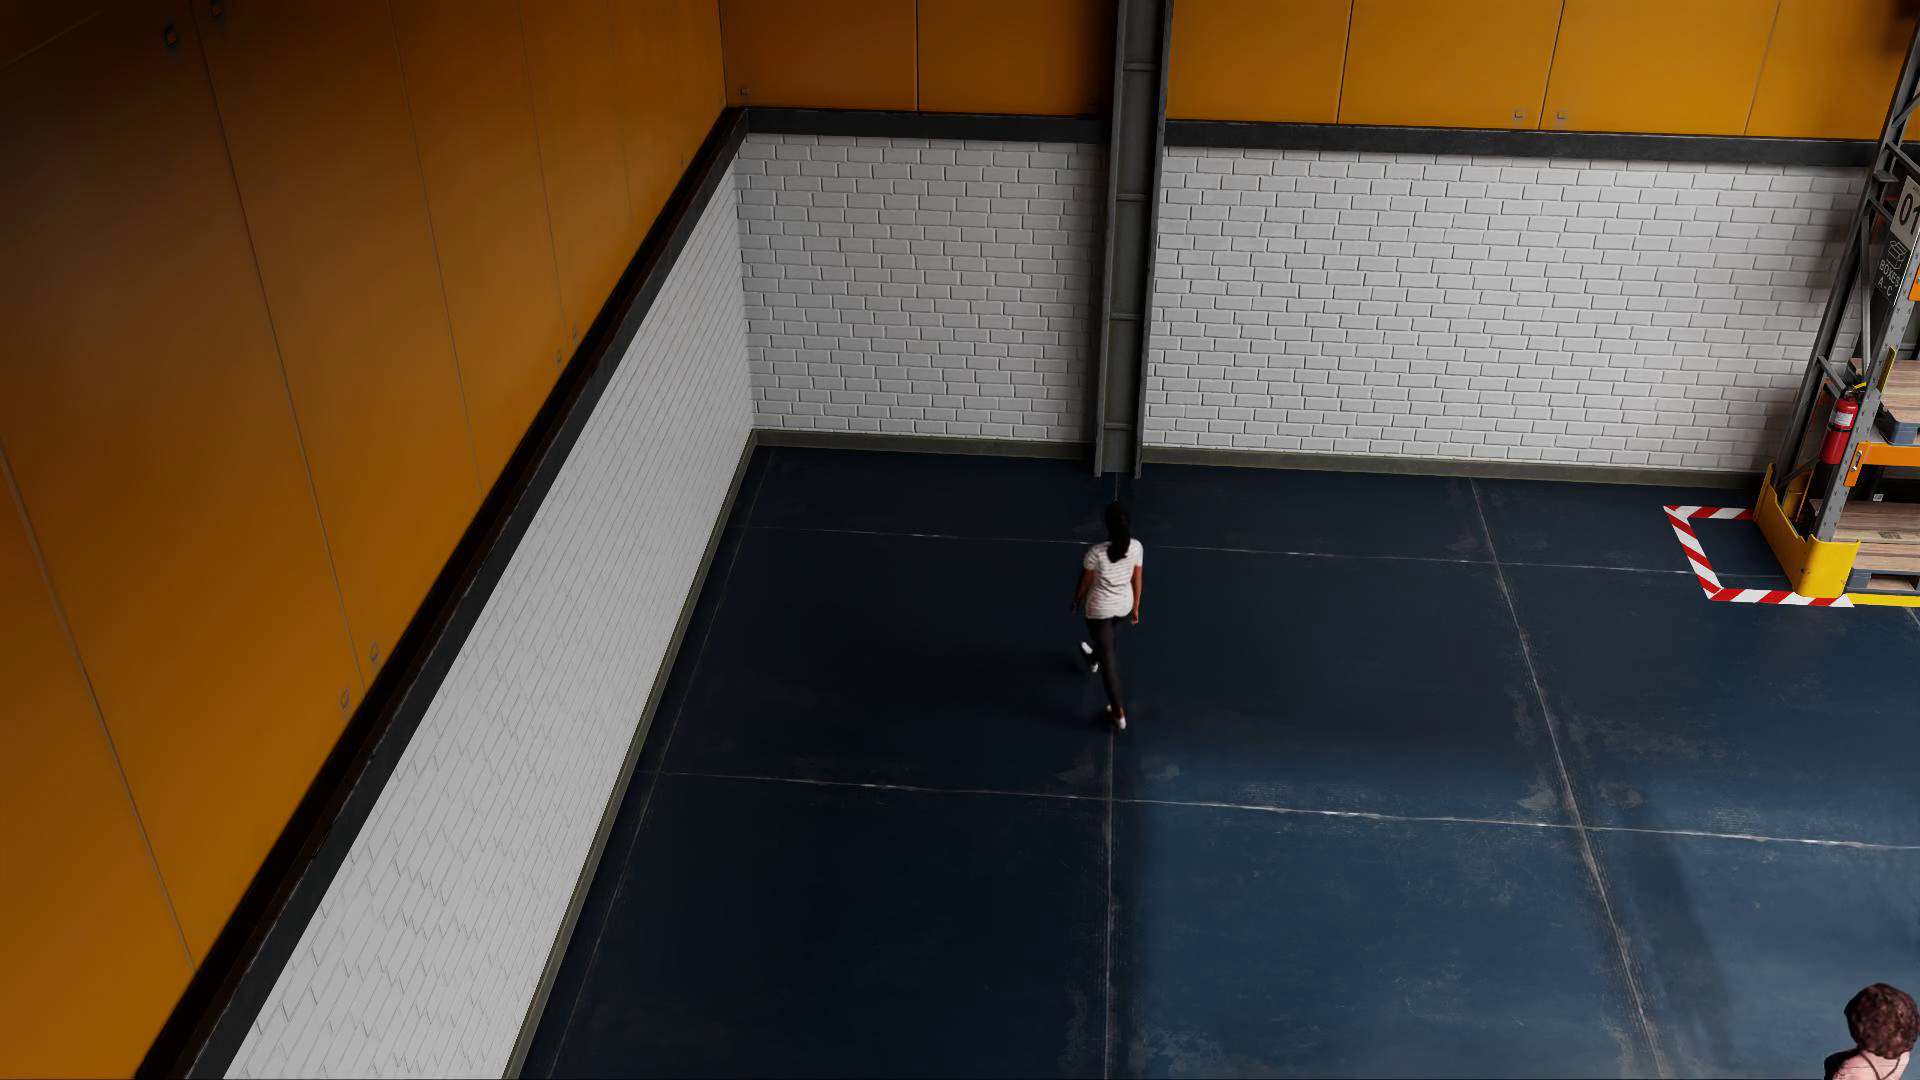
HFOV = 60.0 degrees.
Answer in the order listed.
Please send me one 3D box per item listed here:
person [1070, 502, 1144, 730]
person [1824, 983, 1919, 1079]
[{"bbox_3d":[1.027,0.527,11.133,1.105,1.597,0.982,-14,36,-19],"label":"person"},{"bbox_3d":[4.065,2.770,7.597,0.751,1.775,0.739,-8,34,-11],"label":"person"}]
